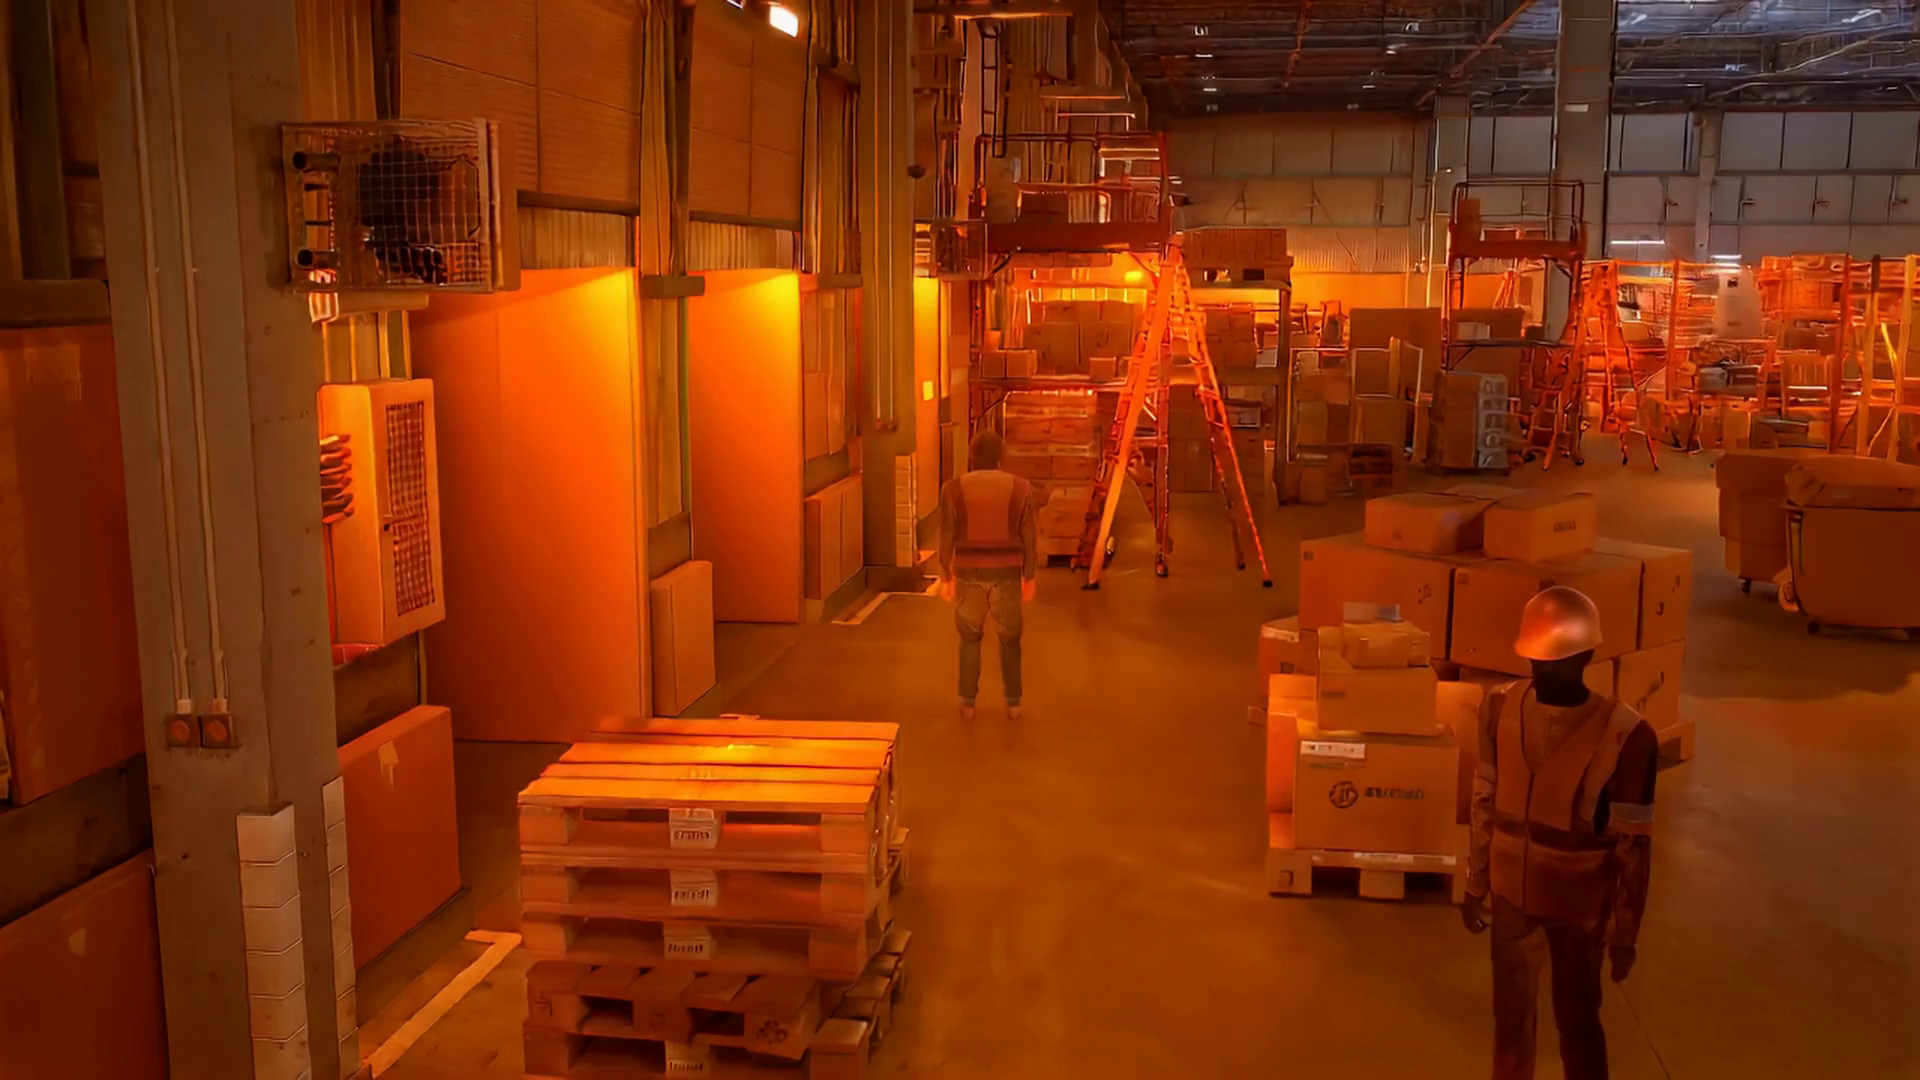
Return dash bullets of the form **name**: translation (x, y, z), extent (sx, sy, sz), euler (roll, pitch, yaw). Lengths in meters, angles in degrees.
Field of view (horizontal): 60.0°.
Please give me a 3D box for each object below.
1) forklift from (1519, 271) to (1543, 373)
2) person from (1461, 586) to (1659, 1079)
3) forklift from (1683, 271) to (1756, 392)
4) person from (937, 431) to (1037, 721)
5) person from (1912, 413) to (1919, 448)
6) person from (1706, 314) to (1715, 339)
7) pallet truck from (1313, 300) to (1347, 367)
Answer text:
- **forklift**: translation (15.708, -5.934, 45.366), extent (1.873, 2.768, 1.129), euler (2, 9, 13)
- **person**: translation (1.796, 1.080, 5.076), extent (0.391, 1.918, 0.588), euler (-7, 12, -37)
- **forklift**: translation (17.864, -4.826, 38.529), extent (1.873, 2.768, 1.129), euler (-3, 10, -16)
- **person**: translation (0.171, 0.231, 10.535), extent (0.634, 1.841, 0.429), euler (0, 9, -3)
- **person**: translation (15.546, -2.339, 26.712), extent (0.319, 1.739, 0.485), euler (4, 10, 25)
- **person**: translation (20.946, -5.453, 46.070), extent (0.544, 1.677, 0.500), euler (3, 10, 16)
- **pallet truck**: translation (11.159, -6.200, 49.718), extent (0.823, 1.965, 1.885), euler (4, 10, 26)
